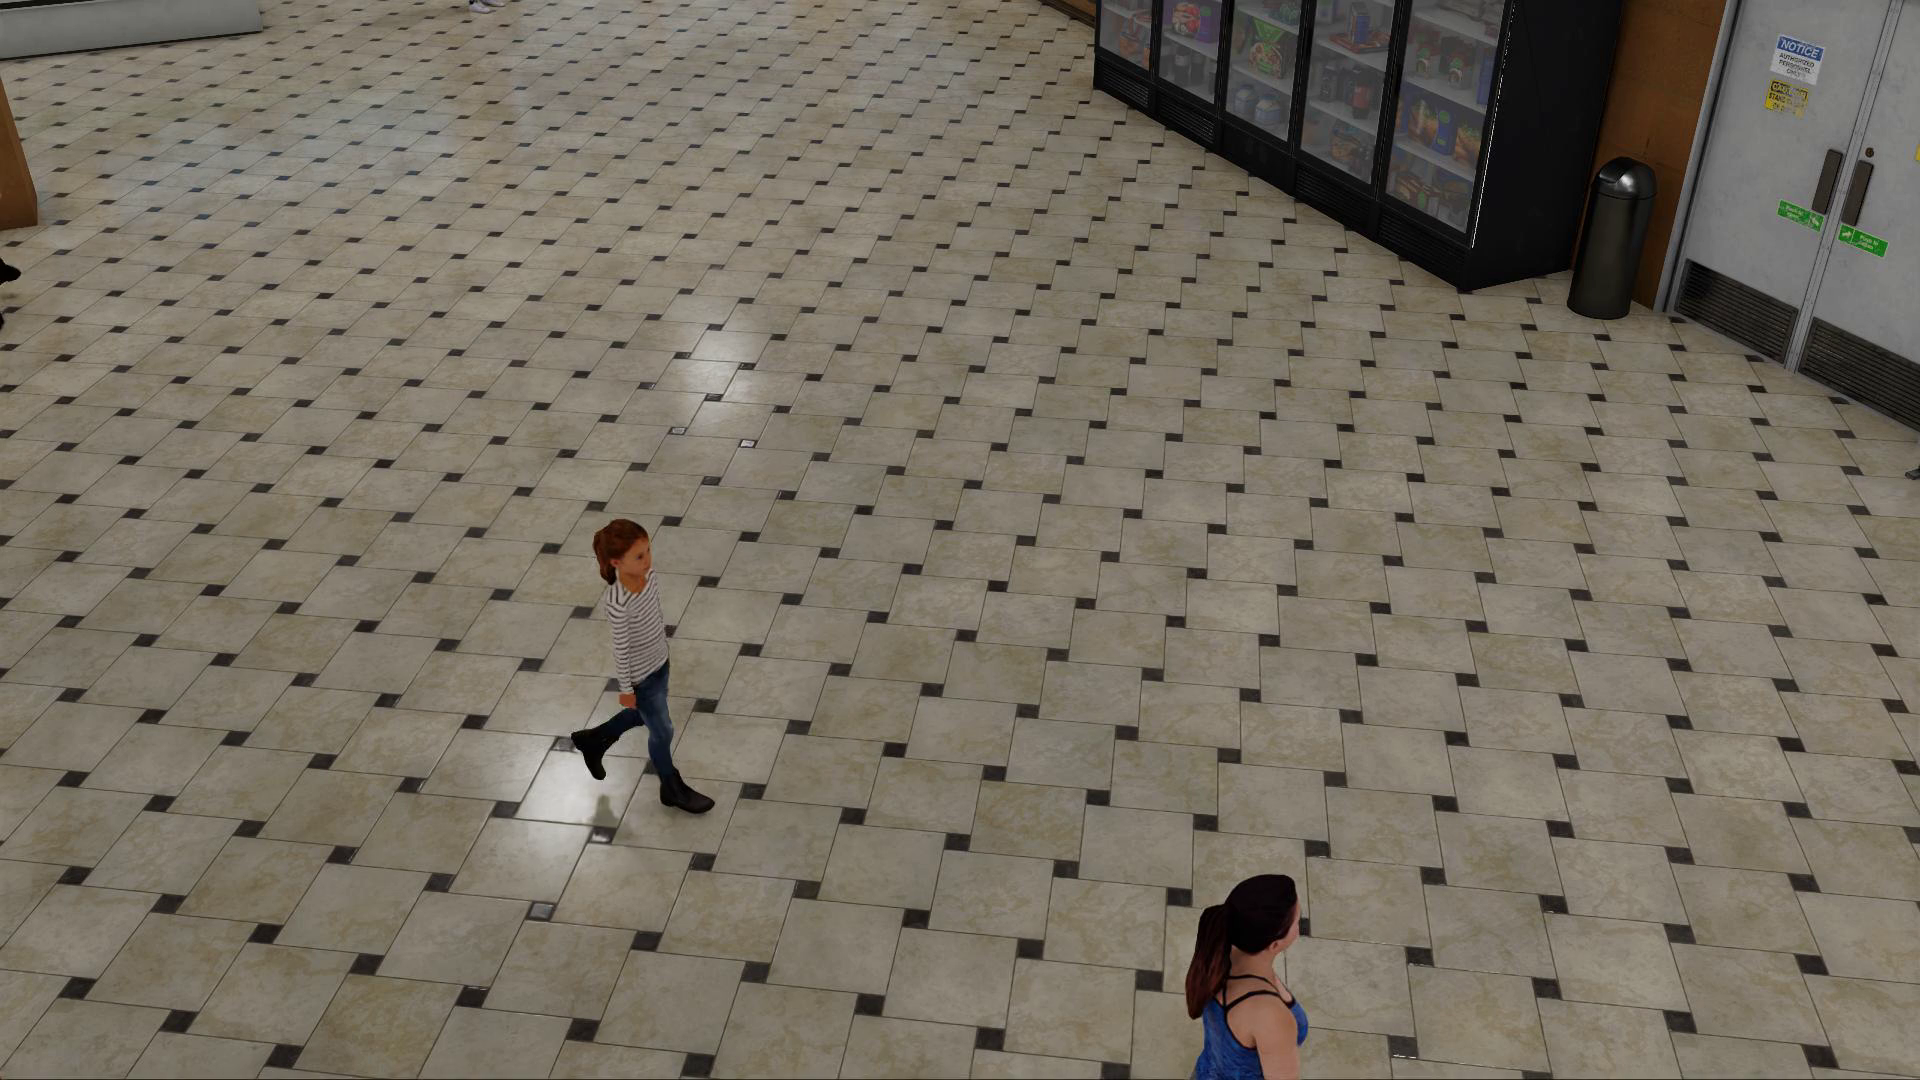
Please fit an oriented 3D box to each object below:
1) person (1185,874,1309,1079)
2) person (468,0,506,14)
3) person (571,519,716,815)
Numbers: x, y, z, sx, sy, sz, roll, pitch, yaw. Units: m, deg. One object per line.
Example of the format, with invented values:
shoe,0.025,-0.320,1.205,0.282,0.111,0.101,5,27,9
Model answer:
person,0.731,1.523,4.426,0.630,1.606,0.602,-9,33,-15
person,-4.938,-6.310,16.796,0.803,1.838,0.742,11,34,17
person,-1.270,0.489,6.375,0.867,1.302,0.789,10,33,15
